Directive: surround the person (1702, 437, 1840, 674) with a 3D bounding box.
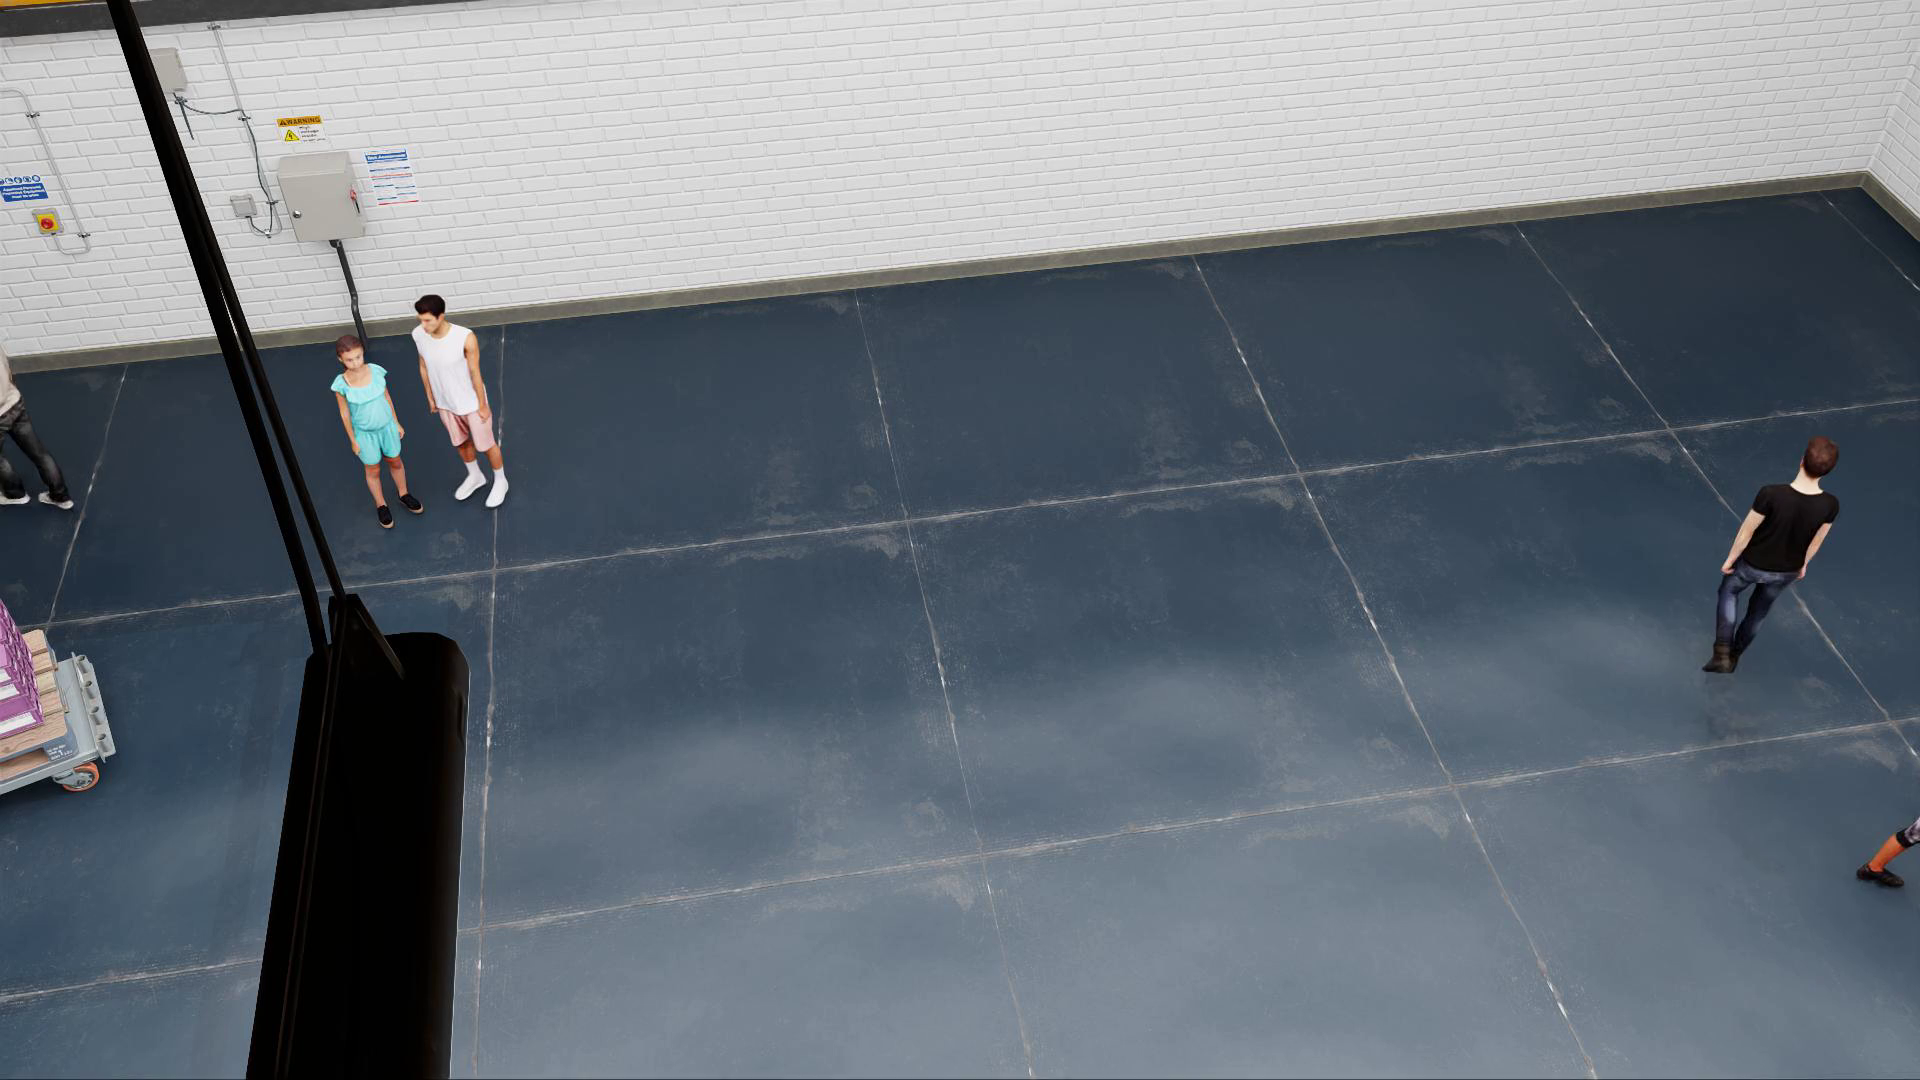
[{"bbox_3d":[5.082,0.200,10.432,0.848,1.887,0.946,11,45,11],"label":"person"}]

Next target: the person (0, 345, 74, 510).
[{"bbox_3d":[-6.658,-0.896,11.651,0.932,1.793,0.908,12,45,12],"label":"person"}]

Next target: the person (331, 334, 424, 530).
[{"bbox_3d":[-4.131,-0.789,11.709,0.640,1.558,0.672,-29,51,-27],"label":"person"}]

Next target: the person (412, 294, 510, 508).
[{"bbox_3d":[-3.526,-1.015,11.785,0.735,1.780,0.733,12,45,12],"label":"person"}]
